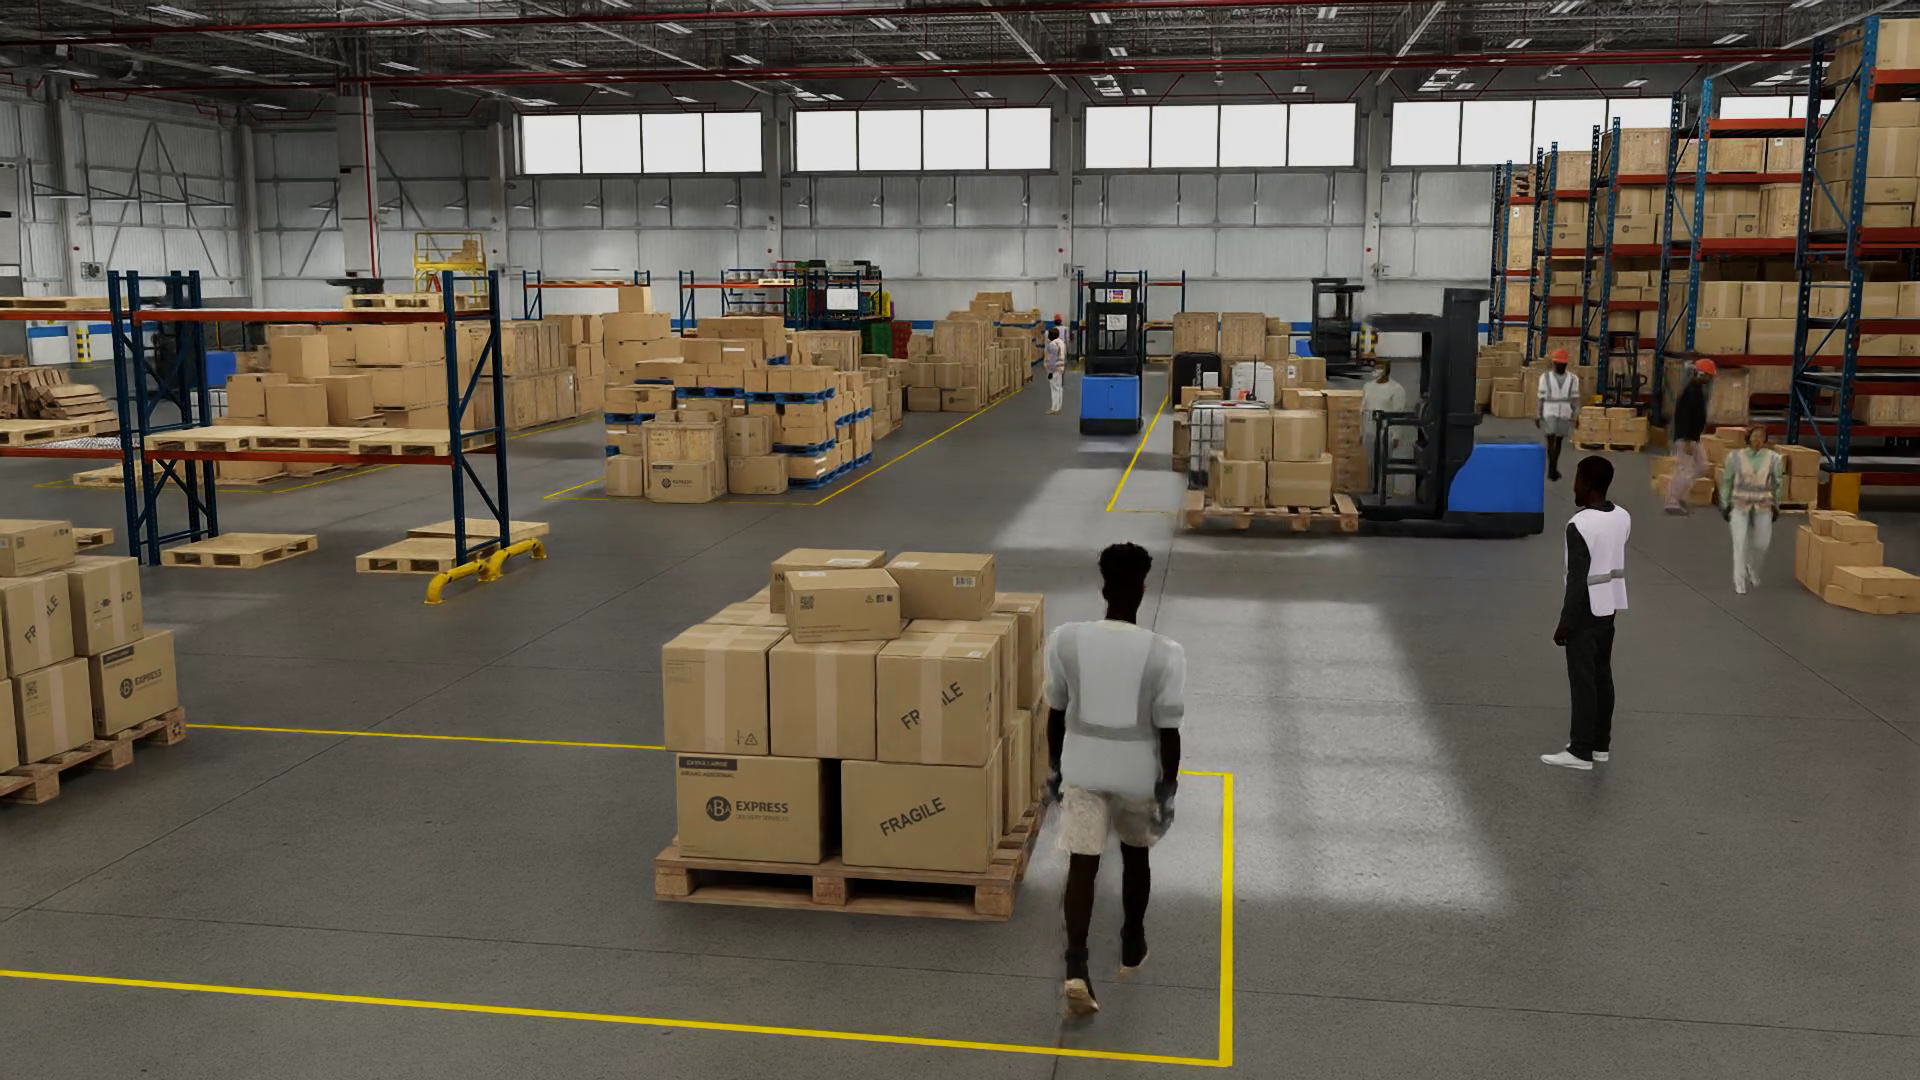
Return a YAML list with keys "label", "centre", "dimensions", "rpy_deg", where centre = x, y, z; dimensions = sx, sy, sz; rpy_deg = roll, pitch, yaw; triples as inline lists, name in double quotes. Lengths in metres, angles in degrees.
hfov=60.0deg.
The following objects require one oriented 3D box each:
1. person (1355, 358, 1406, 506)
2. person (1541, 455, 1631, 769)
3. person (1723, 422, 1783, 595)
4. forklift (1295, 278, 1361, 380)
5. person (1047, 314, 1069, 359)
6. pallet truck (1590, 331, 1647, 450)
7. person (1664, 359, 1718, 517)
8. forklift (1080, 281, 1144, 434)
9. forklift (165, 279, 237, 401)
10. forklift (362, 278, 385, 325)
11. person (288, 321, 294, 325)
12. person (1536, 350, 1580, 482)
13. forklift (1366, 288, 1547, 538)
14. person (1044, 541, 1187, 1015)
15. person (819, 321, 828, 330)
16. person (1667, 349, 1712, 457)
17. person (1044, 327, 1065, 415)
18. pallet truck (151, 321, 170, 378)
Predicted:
- label: "person"
  centre: [5.311, -1.334, 21.037]
  dimensions: [0.372, 1.940, 0.629]
  rpy_deg: [-8, 12, -41]
- label: "person"
  centre: [3.846, 0.442, 10.146]
  dimensions: [0.593, 1.920, 0.391]
  rpy_deg: [-9, 13, -43]
- label: "person"
  centre: [7.411, -0.298, 15.587]
  dimensions: [0.513, 1.631, 0.390]
  rpy_deg: [3, 10, 16]
- label: "forklift"
  centre: [10.205, -5.884, 46.201]
  dimensions: [1.129, 2.768, 1.873]
  rpy_deg: [-3, 10, -16]
- label: "person"
  centre: [2.565, -4.982, 43.726]
  dimensions: [0.552, 1.878, 0.998]
  rpy_deg: [-1, 9, -8]
- label: "pallet truck"
  centre: [11.253, -2.573, 28.499]
  dimensions: [0.823, 1.965, 1.885]
  rpy_deg: [5, 10, 27]
- label: "person"
  centre: [9.000, -1.254, 20.490]
  dimensions: [0.539, 1.951, 0.745]
  rpy_deg: [5, 10, 28]
- label: "forklift"
  centre: [2.858, -3.446, 31.164]
  dimensions: [1.129, 2.768, 1.873]
  rpy_deg: [1, 9, 9]
- label: "forklift"
  centre: [-18.185, -4.743, 39.164]
  dimensions: [1.129, 2.768, 1.873]
  rpy_deg: [5, 11, 30]
- label: "forklift"
  centre: [-15.346, -5.476, 43.687]
  dimensions: [1.873, 2.768, 1.129]
  rpy_deg: [-6, 11, -34]
- label: "person"
  centre: [-17.768, -5.058, 44.109]
  dimensions: [0.650, 1.905, 0.620]
  rpy_deg: [6, 11, 34]
- label: "person"
  centre: [8.655, -1.792, 24.020]
  dimensions: [0.569, 1.882, 0.976]
  rpy_deg: [1, 9, 7]
- label: "forklift"
  centre: [5.729, -1.493, 19.121]
  dimensions: [1.873, 2.768, 1.129]
  rpy_deg: [1, 9, 9]
- label: "person"
  centre: [0.619, 0.968, 6.880]
  dimensions: [0.607, 1.936, 0.923]
  rpy_deg: [2, 9, 14]
- label: "person"
  centre: [-3.614, -5.066, 44.811]
  dimensions: [0.546, 1.684, 0.546]
  rpy_deg: [-1, 9, -3]
- label: "person"
  centre: [10.417, -1.783, 23.897]
  dimensions: [0.750, 1.908, 0.652]
  rpy_deg: [-2, 9, -14]
- label: "person"
  centre: [1.984, -3.559, 35.059]
  dimensions: [0.430, 1.845, 0.624]
  rpy_deg: [4, 10, 21]
- label: "pallet truck"
  centre: [-21.869, -5.598, 47.154]
  dimensions: [0.823, 1.965, 1.885]
  rpy_deg: [4, 10, 26]
